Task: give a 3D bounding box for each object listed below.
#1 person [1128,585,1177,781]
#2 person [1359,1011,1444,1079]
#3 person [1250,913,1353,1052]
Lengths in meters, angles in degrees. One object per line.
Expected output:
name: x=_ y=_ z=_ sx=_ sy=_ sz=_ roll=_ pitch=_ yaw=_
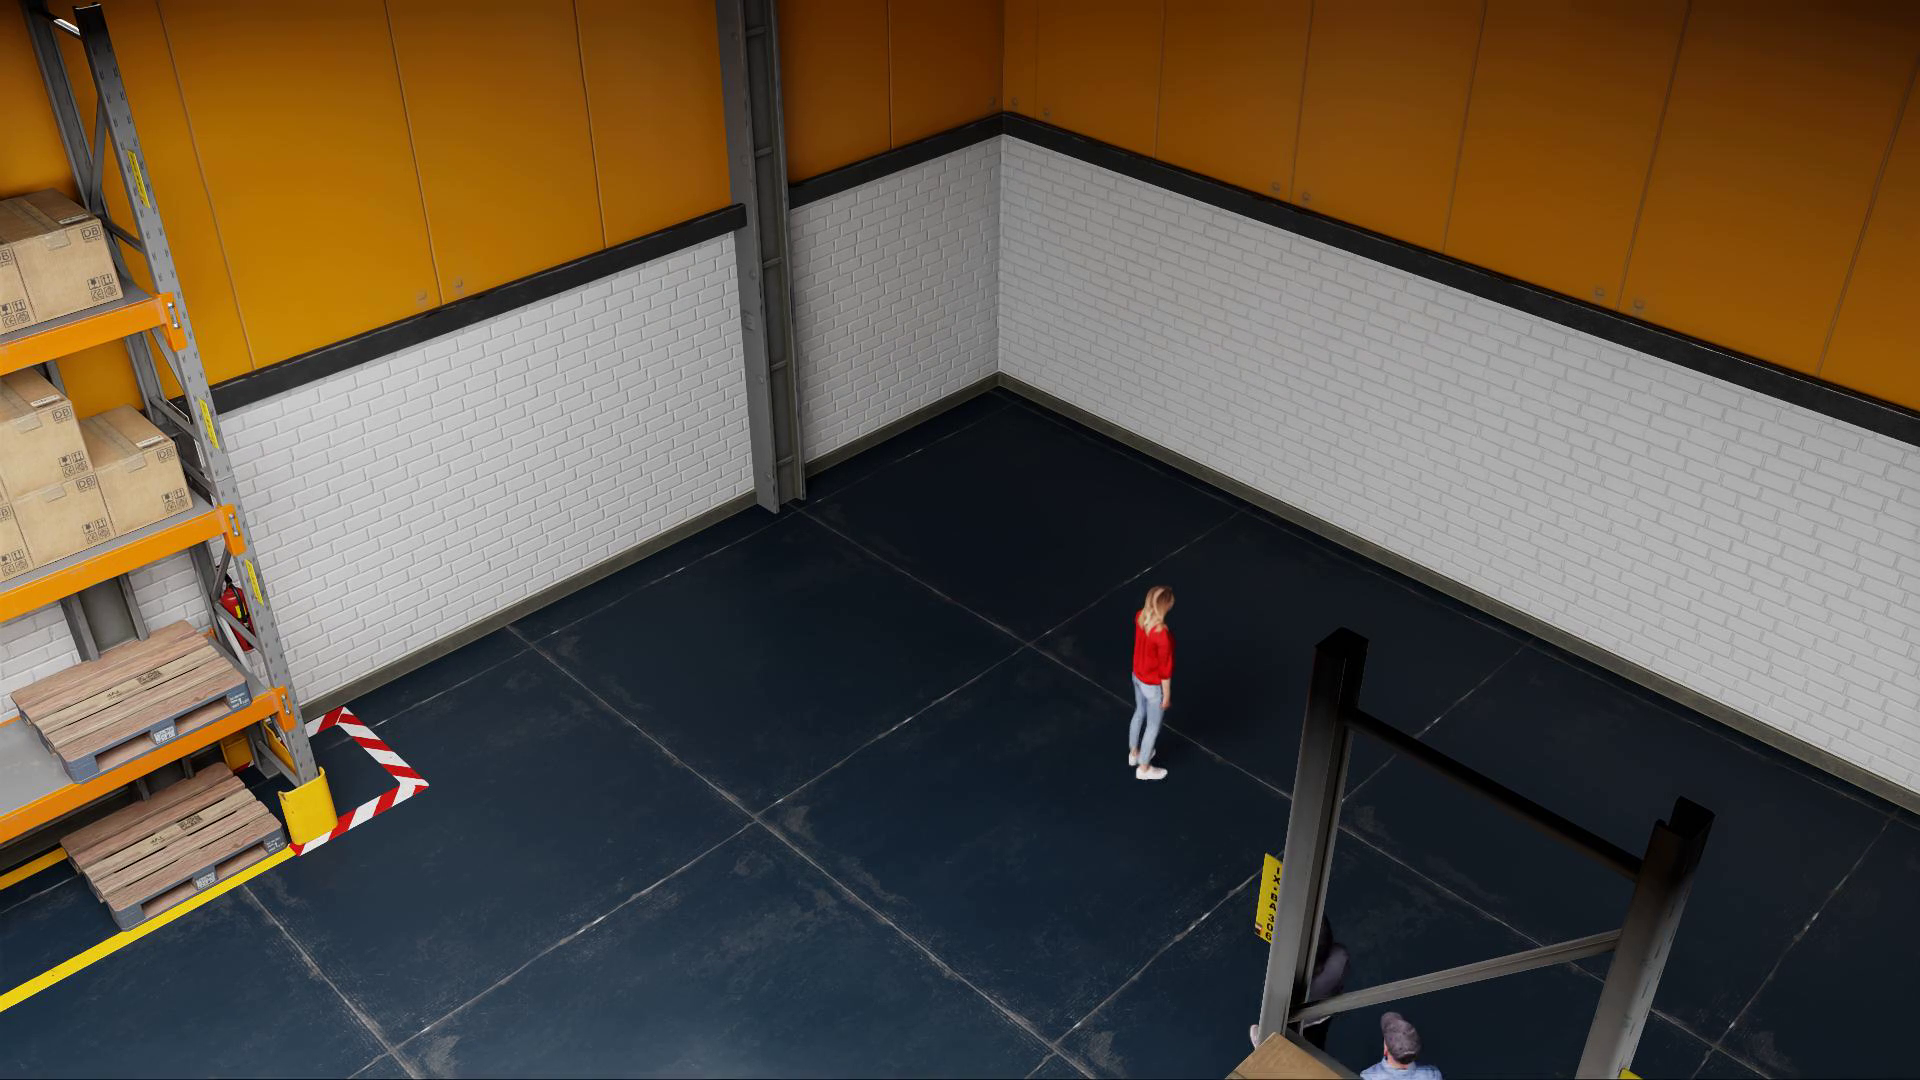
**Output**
person: x=1.406 y=1.046 z=12.373 sx=0.637 sy=1.705 sz=0.687 roll=-14 pitch=36 yaw=-20
person: x=2.301 y=3.282 z=8.865 sx=1.072 sy=1.864 sz=1.119 roll=-1 pitch=34 yaw=-2
person: x=2.025 y=2.832 z=9.819 sx=1.094 sy=1.557 sz=1.095 roll=-4 pitch=34 yaw=-7
